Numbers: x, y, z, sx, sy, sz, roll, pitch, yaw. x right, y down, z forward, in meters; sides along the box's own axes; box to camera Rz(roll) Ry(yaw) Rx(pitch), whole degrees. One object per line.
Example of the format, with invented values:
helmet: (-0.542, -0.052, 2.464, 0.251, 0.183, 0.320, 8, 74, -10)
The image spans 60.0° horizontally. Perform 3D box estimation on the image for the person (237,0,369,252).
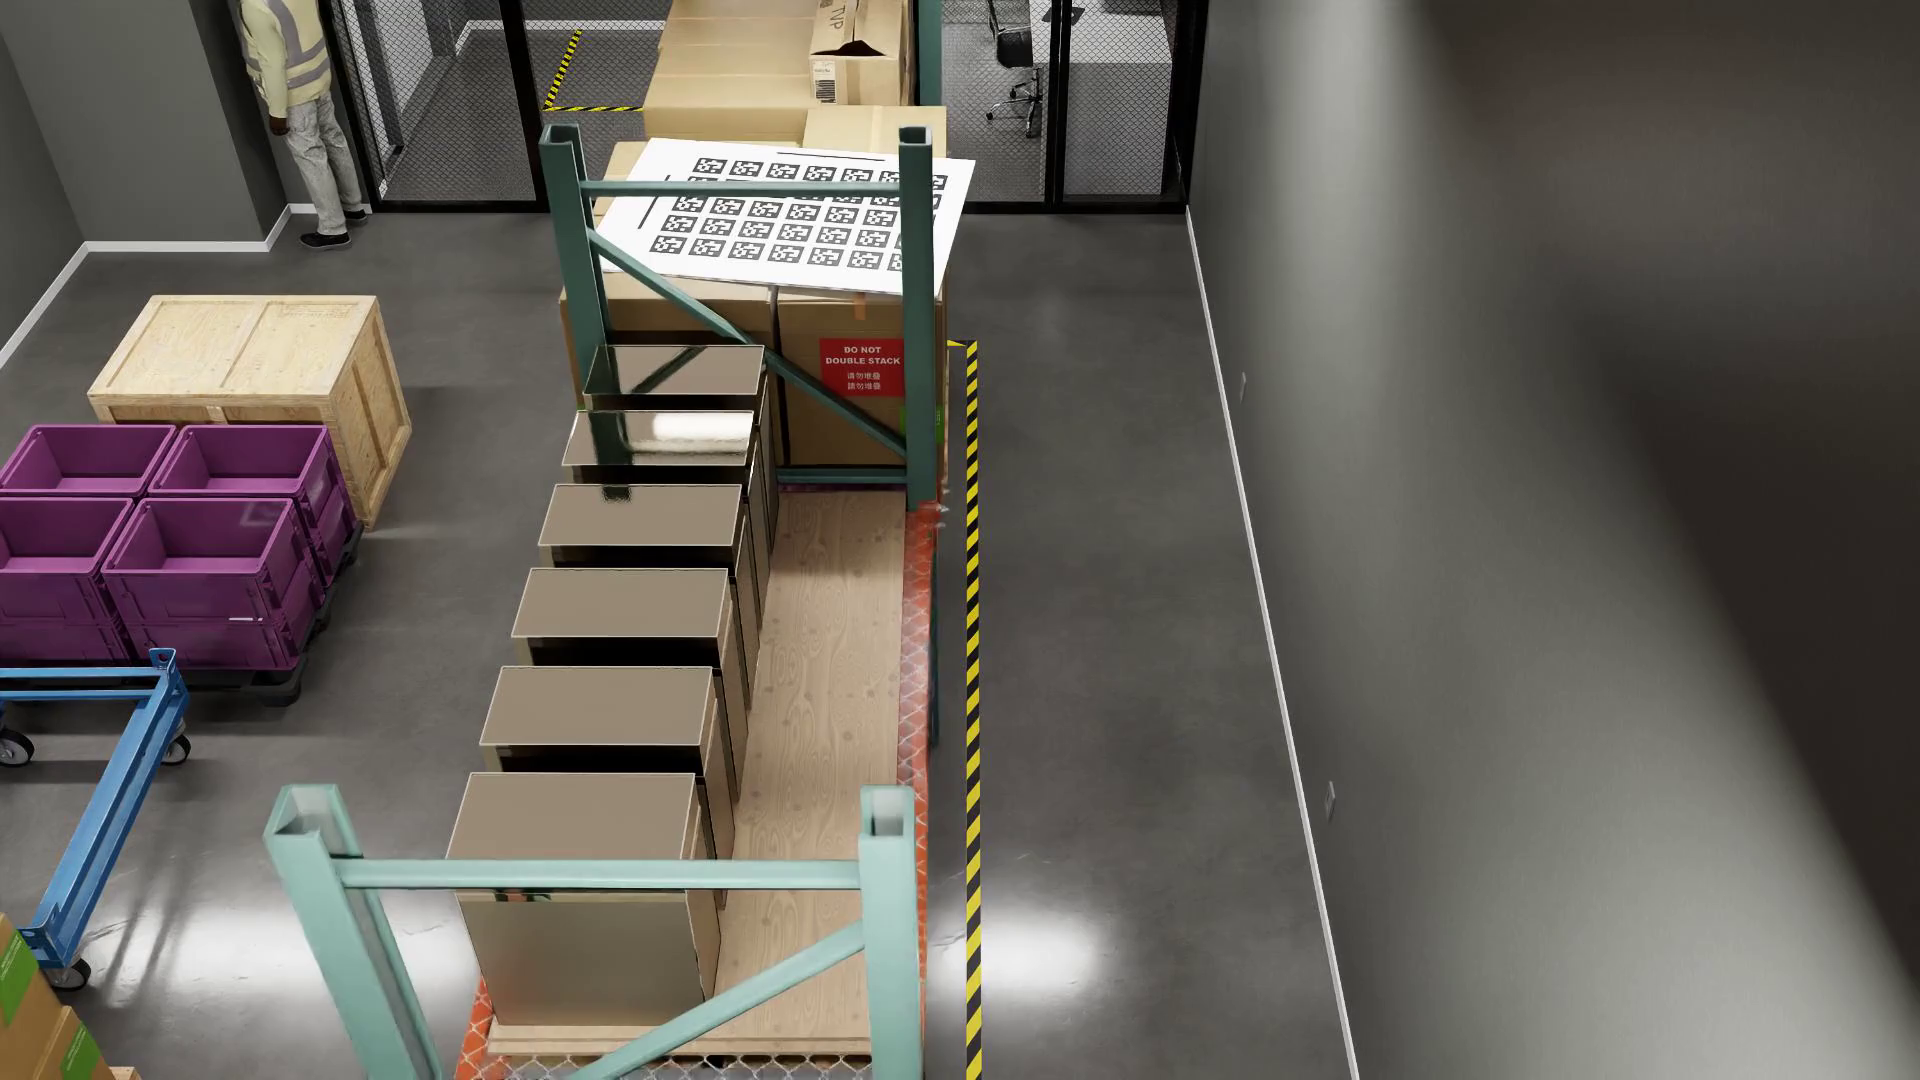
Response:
person: (-3.487, -2.391, 8.698, 0.404, 1.830, 0.602, 5, 41, 6)
